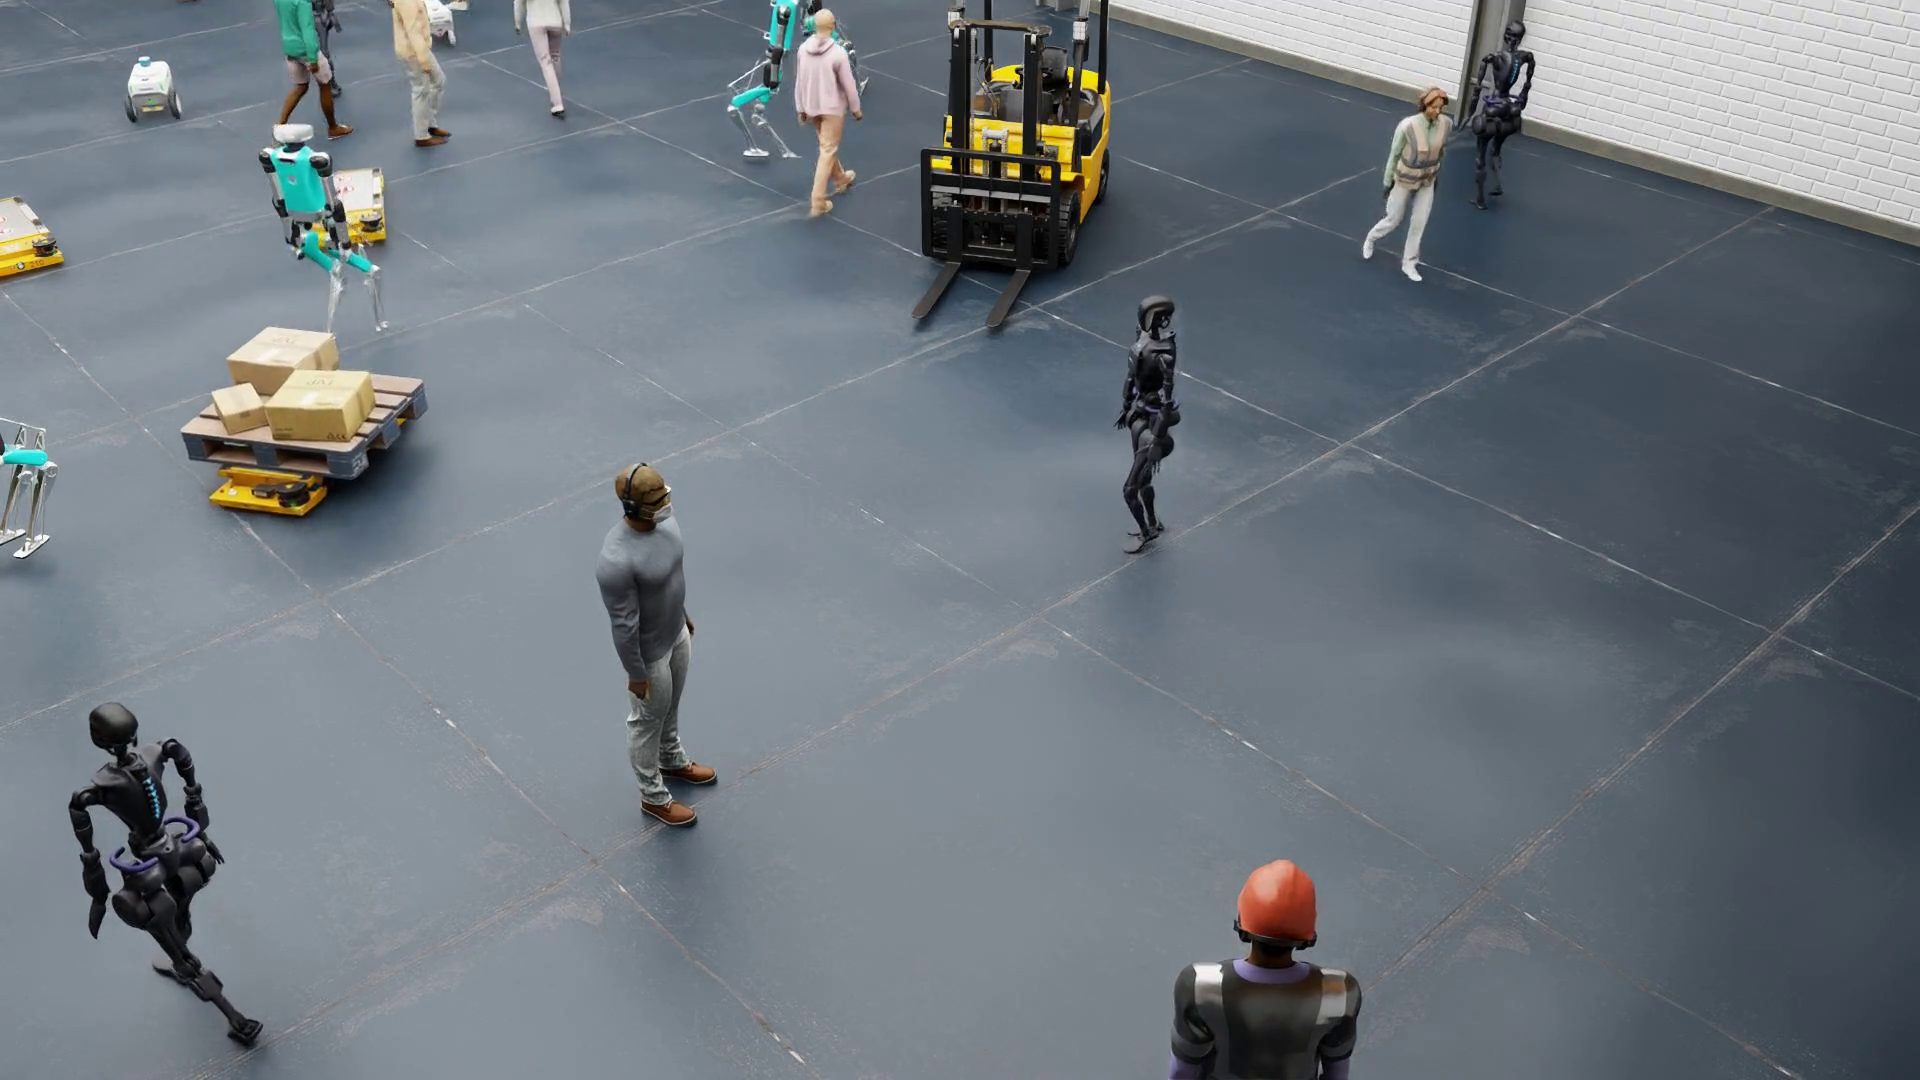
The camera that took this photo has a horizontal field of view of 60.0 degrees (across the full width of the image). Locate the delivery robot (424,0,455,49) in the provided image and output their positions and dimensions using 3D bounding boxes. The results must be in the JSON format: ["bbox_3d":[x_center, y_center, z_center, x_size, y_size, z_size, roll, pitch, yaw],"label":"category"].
[{"bbox_3d":[-6.112,-6.013,19.162,0.499,0.605,0.781,-19,37,-26],"label":"delivery robot"}]

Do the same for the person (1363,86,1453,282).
[{"bbox_3d":[3.612,-2.921,13.432,0.527,1.612,0.578,-10,34,-15],"label":"person"}]

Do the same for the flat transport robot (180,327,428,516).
[{"bbox_3d":[-4.320,-0.625,11.133,0.659,0.231,1.431,7,34,11],"label":"flat transport robot"}]

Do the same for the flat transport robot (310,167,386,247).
[{"bbox_3d":[-5.449,-2.969,14.736,0.659,0.231,1.431,-9,34,-14],"label":"flat transport robot"}]

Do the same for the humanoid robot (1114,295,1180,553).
[{"bbox_3d":[1.112,-0.706,9.971,0.456,1.643,0.599,-10,34,-14],"label":"humanoid robot"}]

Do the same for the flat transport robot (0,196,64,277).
[{"bbox_3d":[-8.174,-2.584,14.144,0.659,0.231,1.431,-23,40,-31],"label":"flat transport robot"}]

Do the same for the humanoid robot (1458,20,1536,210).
[{"bbox_3d":[4.711,-3.746,14.640,0.586,1.653,0.349,-8,34,-11],"label":"humanoid robot"}]

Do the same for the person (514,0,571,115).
[{"bbox_3d":[-4.212,-5.243,16.892,0.528,1.720,0.894,-16,36,-23],"label":"person"}]

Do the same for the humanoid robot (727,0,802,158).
[{"bbox_3d":[-1.893,-4.346,15.528,0.833,1.772,0.547,0,33,0],"label":"humanoid robot"}]

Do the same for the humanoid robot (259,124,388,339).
[{"bbox_3d":[-4.678,-2.312,12.429,0.530,1.809,0.800,6,34,10],"label":"humanoid robot"}]

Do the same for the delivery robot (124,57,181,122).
[{"bbox_3d":[-8.278,-4.619,17.026,0.499,0.611,0.812,-10,34,-15],"label":"delivery robot"}]

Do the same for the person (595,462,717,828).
[{"bbox_3d":[-1.439,0.482,7.904,0.373,1.940,0.626,8,34,12],"label":"person"}]

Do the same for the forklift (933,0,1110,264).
[{"bbox_3d":[0.570,-3.725,14.138,1.214,2.155,2.313,9,34,13],"label":"forklift"}]

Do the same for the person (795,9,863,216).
[{"bbox_3d":[-1.142,-3.800,14.672,0.536,1.734,0.913,19,37,26],"label":"person"}]

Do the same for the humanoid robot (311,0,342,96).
[{"bbox_3d":[-6.758,-5.472,17.299,0.609,1.638,0.485,2,33,3],"label":"humanoid robot"}]

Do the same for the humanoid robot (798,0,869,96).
[{"bbox_3d":[-1.259,-5.327,17.032,0.958,1.777,0.552,-15,36,-22],"label":"humanoid robot"}]

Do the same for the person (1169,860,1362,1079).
[{"bbox_3d":[0.993,1.880,5.661,0.607,2.044,0.367,1,33,1],"label":"person"}]

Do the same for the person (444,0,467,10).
[{"bbox_3d":[-6.173,-7.296,19.932,0.497,1.848,0.840,7,34,11],"label":"person"}]

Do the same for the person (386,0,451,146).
[{"bbox_3d":[-5.156,-4.698,15.941,0.510,1.856,0.592,-9,34,-14],"label":"person"}]

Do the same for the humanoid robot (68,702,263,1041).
[{"bbox_3d":[-3.304,1.362,6.847,0.791,1.636,0.588,17,37,25],"label":"humanoid robot"}]

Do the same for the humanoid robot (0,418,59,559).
[{"bbox_3d":[-5.703,-0.701,9.782,0.533,1.677,0.735,15,36,21],"label":"humanoid robot"}]

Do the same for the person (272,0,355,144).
[{"bbox_3d":[-6.349,-4.697,15.965,0.517,1.822,0.752,20,38,27],"label":"person"}]
